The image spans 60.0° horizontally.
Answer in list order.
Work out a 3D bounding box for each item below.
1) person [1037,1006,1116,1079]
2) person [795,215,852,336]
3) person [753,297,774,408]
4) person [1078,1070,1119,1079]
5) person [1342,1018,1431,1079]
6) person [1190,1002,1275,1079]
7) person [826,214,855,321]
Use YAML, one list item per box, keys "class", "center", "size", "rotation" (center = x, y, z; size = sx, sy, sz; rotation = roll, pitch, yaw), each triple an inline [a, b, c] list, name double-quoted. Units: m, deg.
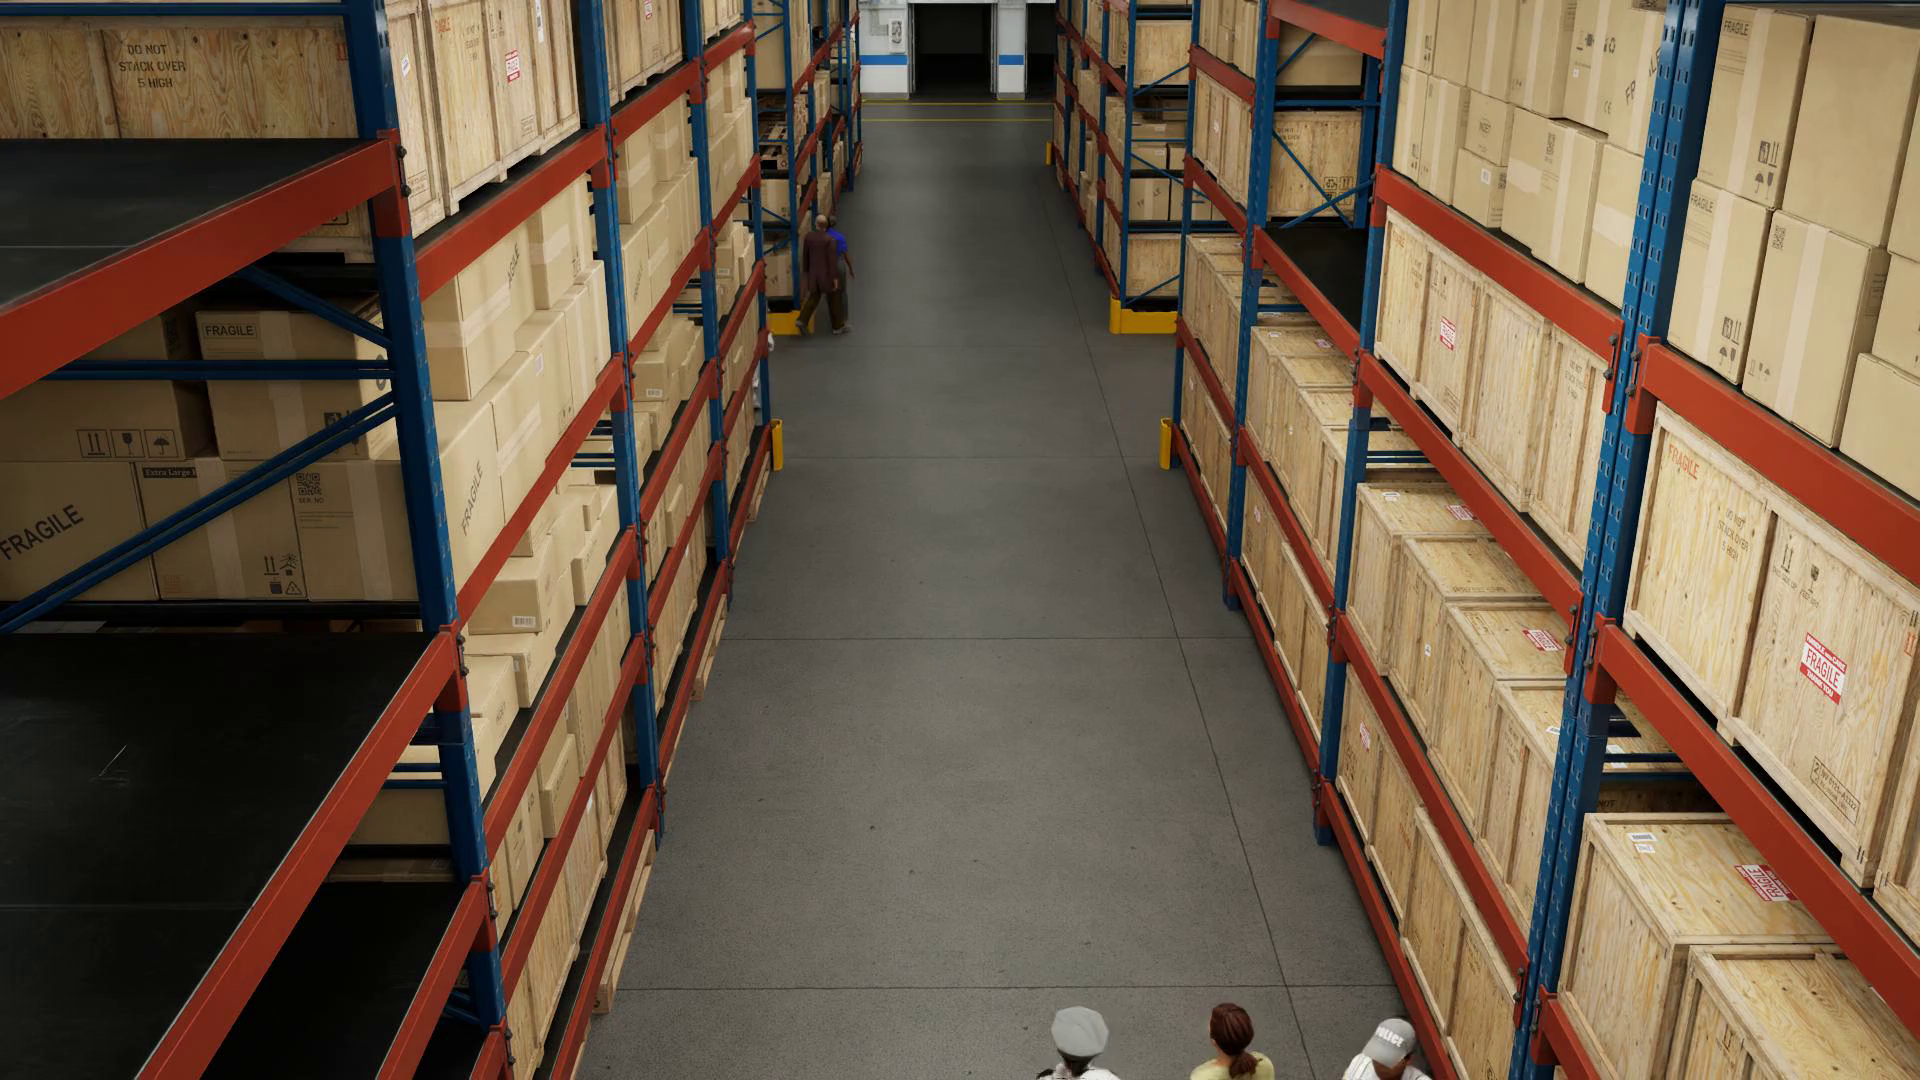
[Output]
- class: "person"
  center: [0.485, 2.834, 7.430]
  size: [0.503, 1.699, 0.378]
  rotation: [-4, 22, -11]
- class: "person"
  center: [-2.013, -3.804, 24.306]
  size: [0.631, 1.637, 0.890]
  rotation: [12, 24, 27]
- class: "person"
  center: [-2.592, -2.500, 20.758]
  size: [0.524, 1.778, 0.467]
  rotation: [-13, 25, -29]
- class: "person"
  center: [0.579, 2.959, 6.939]
  size: [0.373, 1.788, 0.596]
  rotation: [5, 22, 12]
- class: "person"
  center: [1.865, 2.848, 7.441]
  size: [0.561, 1.674, 0.392]
  rotation: [18, 28, 38]
- class: "person"
  center: [1.193, 2.801, 7.503]
  size: [0.452, 1.674, 0.387]
  rotation: [-9, 23, -22]
- class: "person"
  center: [-1.883, -4.066, 24.991]
  size: [0.586, 1.634, 0.711]
  rotation: [-4, 22, -10]
